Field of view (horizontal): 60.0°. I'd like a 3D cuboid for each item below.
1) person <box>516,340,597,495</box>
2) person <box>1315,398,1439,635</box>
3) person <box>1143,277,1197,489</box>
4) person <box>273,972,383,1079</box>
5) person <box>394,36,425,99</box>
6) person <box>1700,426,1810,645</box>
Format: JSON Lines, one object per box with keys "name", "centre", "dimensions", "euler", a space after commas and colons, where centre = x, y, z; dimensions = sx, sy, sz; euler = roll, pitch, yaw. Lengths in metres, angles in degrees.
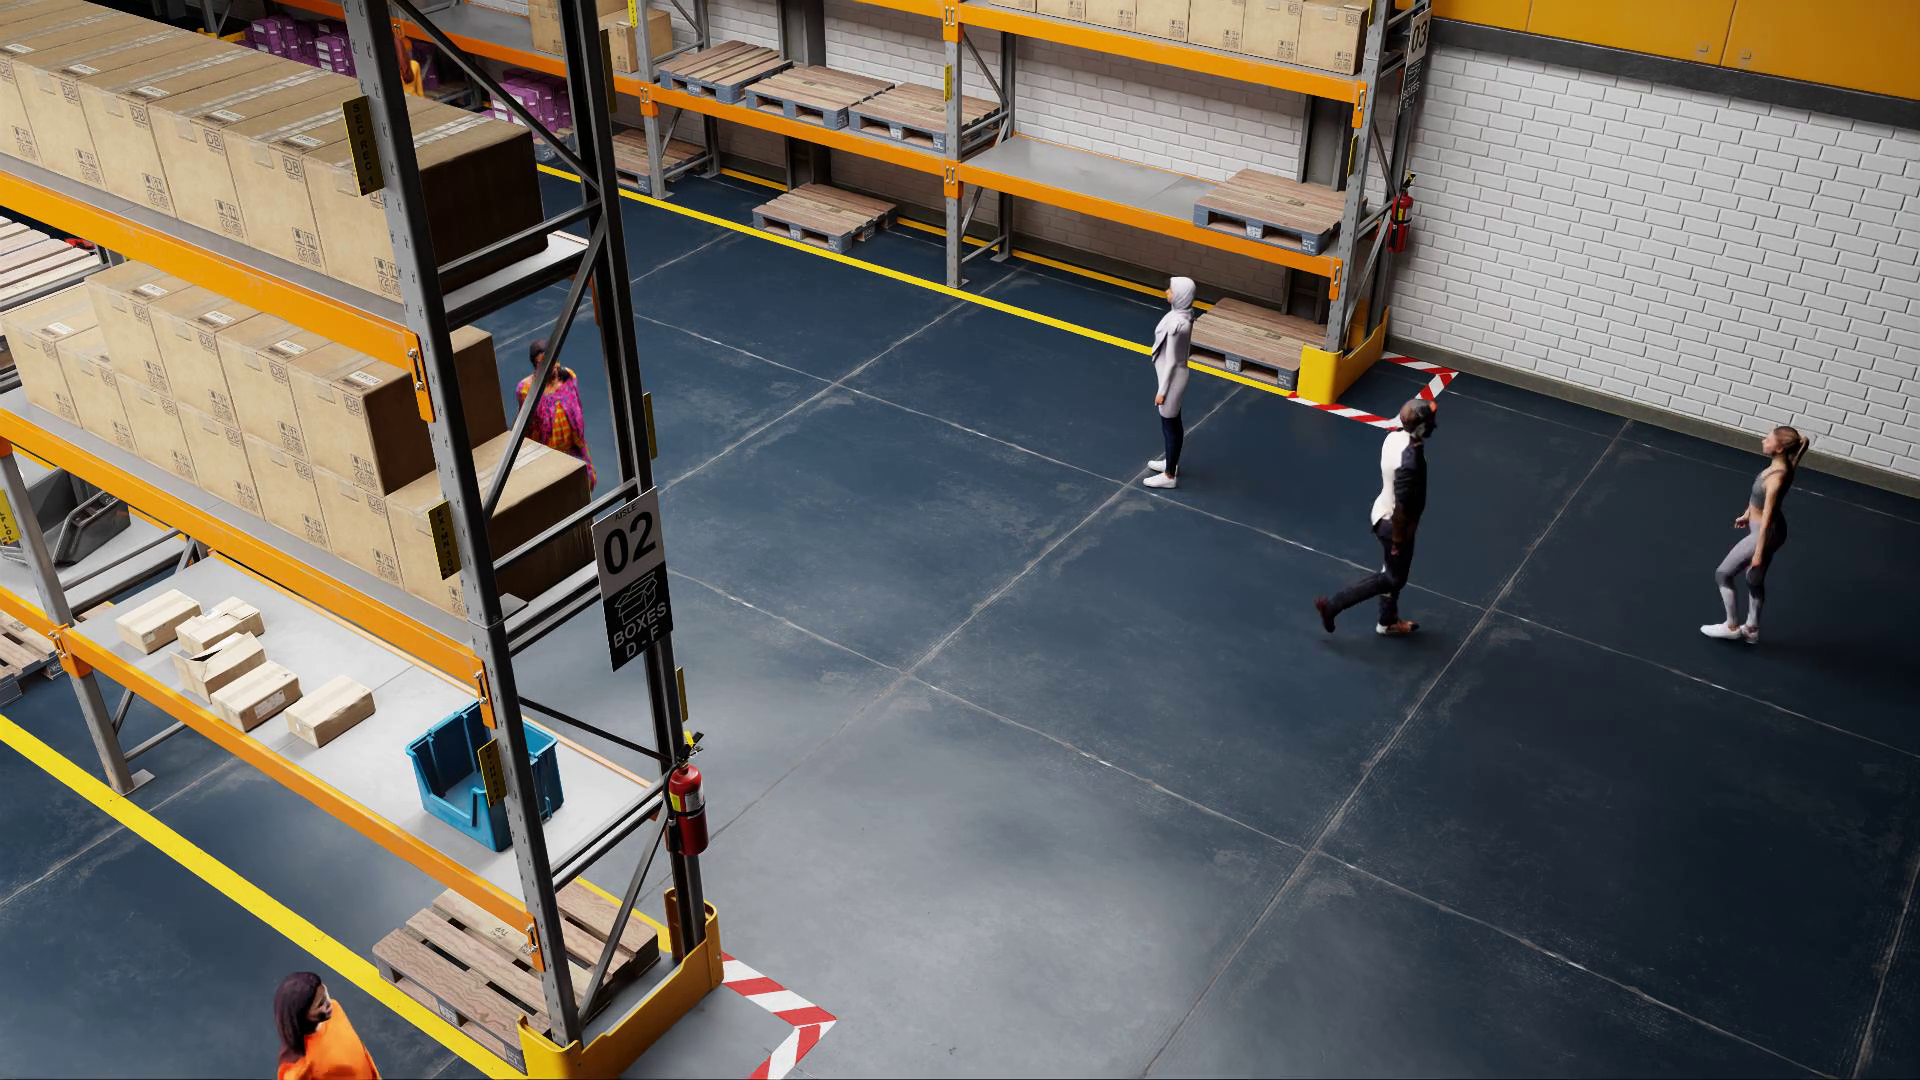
{"name": "person", "centre": [-3.025, -0.772, 12.382], "dimensions": [0.758, 1.664, 0.883], "euler": [-25, 41, -32]}
{"name": "person", "centre": [2.849, -0.116, 11.206], "dimensions": [1.140, 1.874, 1.000], "euler": [3, 34, 4]}
{"name": "person", "centre": [1.665, -1.230, 12.971], "dimensions": [0.624, 1.775, 0.666], "euler": [10, 35, 15]}
{"name": "person", "centre": [-2.816, 2.547, 7.337], "dimensions": [1.050, 1.723, 0.936], "euler": [0, 34, 0]}
{"name": "person", "centre": [-5.952, -4.603, 18.070], "dimensions": [0.523, 1.748, 0.594], "euler": [20, 38, 27]}
{"name": "person", "centre": [5.482, 0.015, 11.177], "dimensions": [0.591, 1.687, 0.601], "euler": [24, 40, 31]}
